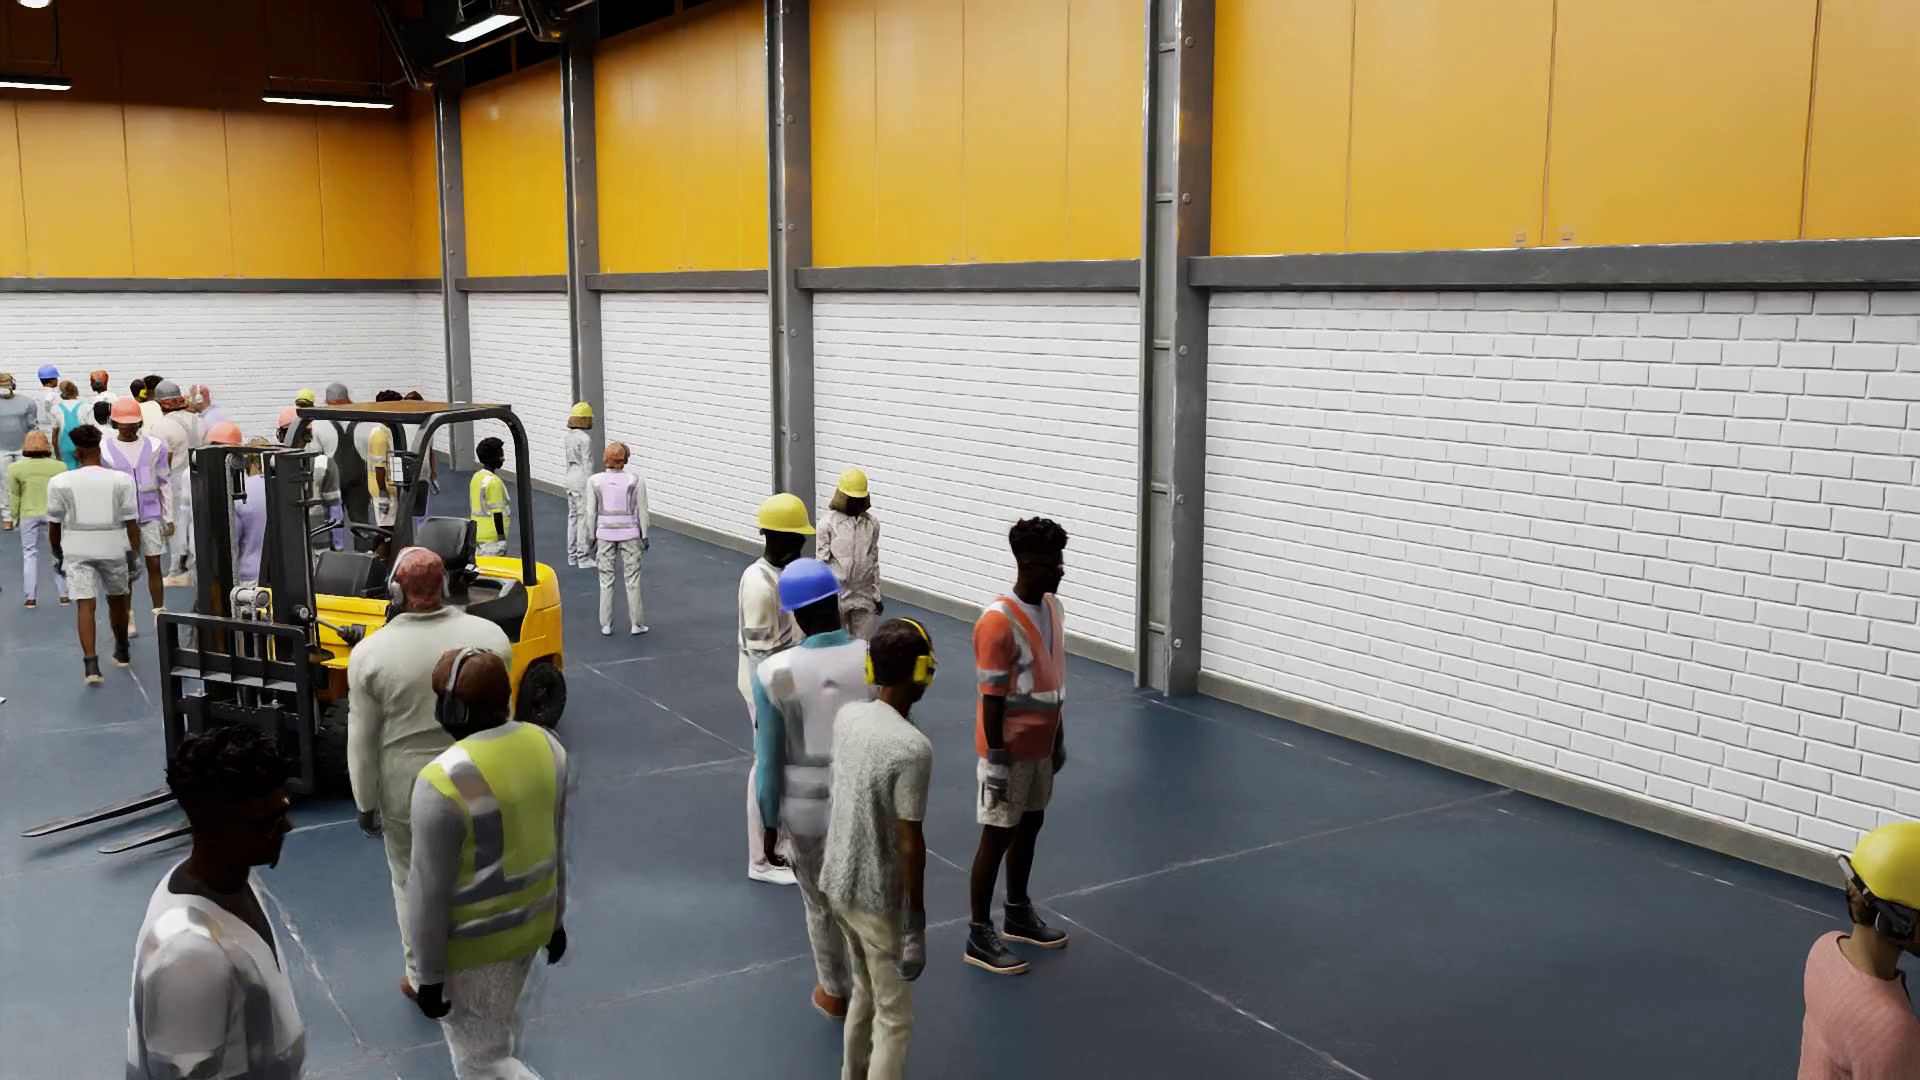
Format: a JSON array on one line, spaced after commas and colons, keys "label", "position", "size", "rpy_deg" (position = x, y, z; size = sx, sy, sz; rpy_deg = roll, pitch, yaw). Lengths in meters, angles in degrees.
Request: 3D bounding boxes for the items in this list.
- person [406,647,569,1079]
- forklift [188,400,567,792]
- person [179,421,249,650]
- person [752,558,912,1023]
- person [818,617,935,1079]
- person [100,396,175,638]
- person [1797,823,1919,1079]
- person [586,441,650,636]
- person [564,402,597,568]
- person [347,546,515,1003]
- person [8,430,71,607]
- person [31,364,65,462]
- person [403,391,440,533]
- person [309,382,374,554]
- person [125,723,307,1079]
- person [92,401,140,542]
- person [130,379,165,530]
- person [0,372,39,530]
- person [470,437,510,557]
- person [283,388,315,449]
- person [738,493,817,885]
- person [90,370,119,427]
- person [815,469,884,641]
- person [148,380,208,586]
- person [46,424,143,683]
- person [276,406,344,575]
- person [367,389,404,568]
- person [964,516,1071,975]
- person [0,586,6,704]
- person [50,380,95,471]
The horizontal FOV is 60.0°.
[{"label": "person", "position": [-1.387, 1.231, 5.112], "size": [0.813, 1.824, 0.630], "rpy_deg": [3, 9, 22]}, {"label": "forklift", "position": [-3.529, 0.258, 10.348], "size": [1.214, 2.155, 2.313], "rpy_deg": [4, 9, 25]}, {"label": "person", "position": [-5.683, 0.051, 12.735], "size": [0.576, 1.901, 0.642], "rpy_deg": [0, 8, -2]}, {"label": "person", "position": [-0.448, 1.018, 6.256], "size": [0.634, 1.899, 0.881], "rpy_deg": [-1, 9, -10]}, {"label": "person", "position": [-0.242, 1.167, 5.422], "size": [0.425, 1.847, 0.593], "rpy_deg": [-6, 10, -33]}, {"label": "person", "position": [-6.908, -0.191, 13.933], "size": [0.613, 2.033, 0.411], "rpy_deg": [-7, 11, -38]}, {"label": "person", "position": [1.998, 1.467, 3.681], "size": [0.344, 1.756, 0.532], "rpy_deg": [2, 9, 13]}, {"label": "person", "position": [-2.870, -0.006, 13.987], "size": [0.521, 1.639, 0.311], "rpy_deg": [0, 8, 0]}, {"label": "person", "position": [-3.979, -0.579, 17.531], "size": [0.330, 1.736, 0.489], "rpy_deg": [-7, 11, -39]}, {"label": "person", "position": [-2.086, 0.964, 6.612], "size": [0.658, 1.887, 0.555], "rpy_deg": [-4, 10, -28]}, {"label": "person", "position": [-8.461, -0.195, 15.323], "size": [0.499, 1.624, 0.304], "rpy_deg": [-4, 9, -24]}, {"label": "person", "position": [-11.905, -1.323, 21.823], "size": [0.605, 1.951, 0.380], "rpy_deg": [4, 10, 27]}, {"label": "person", "position": [-5.715, -0.635, 17.481], "size": [0.329, 1.865, 0.513], "rpy_deg": [8, 12, 44]}, {"label": "person", "position": [-6.308, -0.653, 17.008], "size": [0.696, 2.000, 1.042], "rpy_deg": [-6, 10, -33]}, {"label": "person", "position": [-1.637, 1.362, 3.722], "size": [0.399, 1.954, 0.627], "rpy_deg": [-3, 9, -20]}, {"label": "person", "position": [-9.559, -0.739, 18.805], "size": [0.648, 1.673, 0.542], "rpy_deg": [6, 10, 33]}, {"label": "person", "position": [-9.870, -1.013, 20.069], "size": [0.526, 1.857, 0.343], "rpy_deg": [4, 9, 24]}, {"label": "person", "position": [-11.550, -1.076, 20.253], "size": [0.636, 1.928, 0.383], "rpy_deg": [-5, 10, -32]}, {"label": "person", "position": [-3.899, -0.014, 13.843], "size": [0.317, 1.698, 0.540], "rpy_deg": [-6, 10, -34]}, {"label": "person", "position": [-7.680, -0.902, 19.609], "size": [0.533, 1.767, 0.326], "rpy_deg": [-2, 9, -13]}, {"label": "person", "position": [-0.884, 0.723, 8.158], "size": [0.390, 1.918, 0.580], "rpy_deg": [1, 9, 7]}, {"label": "person", "position": [-11.173, -1.282, 21.791], "size": [0.351, 1.880, 0.577], "rpy_deg": [0, 8, -3]}, {"label": "person", "position": [-0.716, 0.390, 11.004], "size": [0.484, 1.735, 0.311], "rpy_deg": [-6, 10, -35]}, {"label": "person", "position": [-7.763, -0.566, 16.421], "size": [0.536, 2.000, 0.681], "rpy_deg": [2, 9, 12]}, {"label": "person", "position": [-6.478, 0.086, 12.461], "size": [0.613, 1.922, 0.935], "rpy_deg": [-5, 10, -29]}, {"label": "person", "position": [-4.943, 0.015, 12.504], "size": [0.607, 2.041, 0.377], "rpy_deg": [-2, 9, -13]}, {"label": "person", "position": [-5.542, -0.483, 16.152], "size": [0.373, 1.958, 0.597], "rpy_deg": [-1, 9, -7]}, {"label": "person", "position": [0.276, 0.861, 7.120], "size": [0.396, 1.954, 0.615], "rpy_deg": [5, 10, 32]}, {"label": "person", "position": [-6.869, 0.242, 11.423], "size": [0.427, 1.913, 0.599], "rpy_deg": [3, 9, 21]}, {"label": "person", "position": [-10.964, -1.071, 20.601], "size": [0.523, 1.802, 0.573], "rpy_deg": [-3, 9, -20]}]
